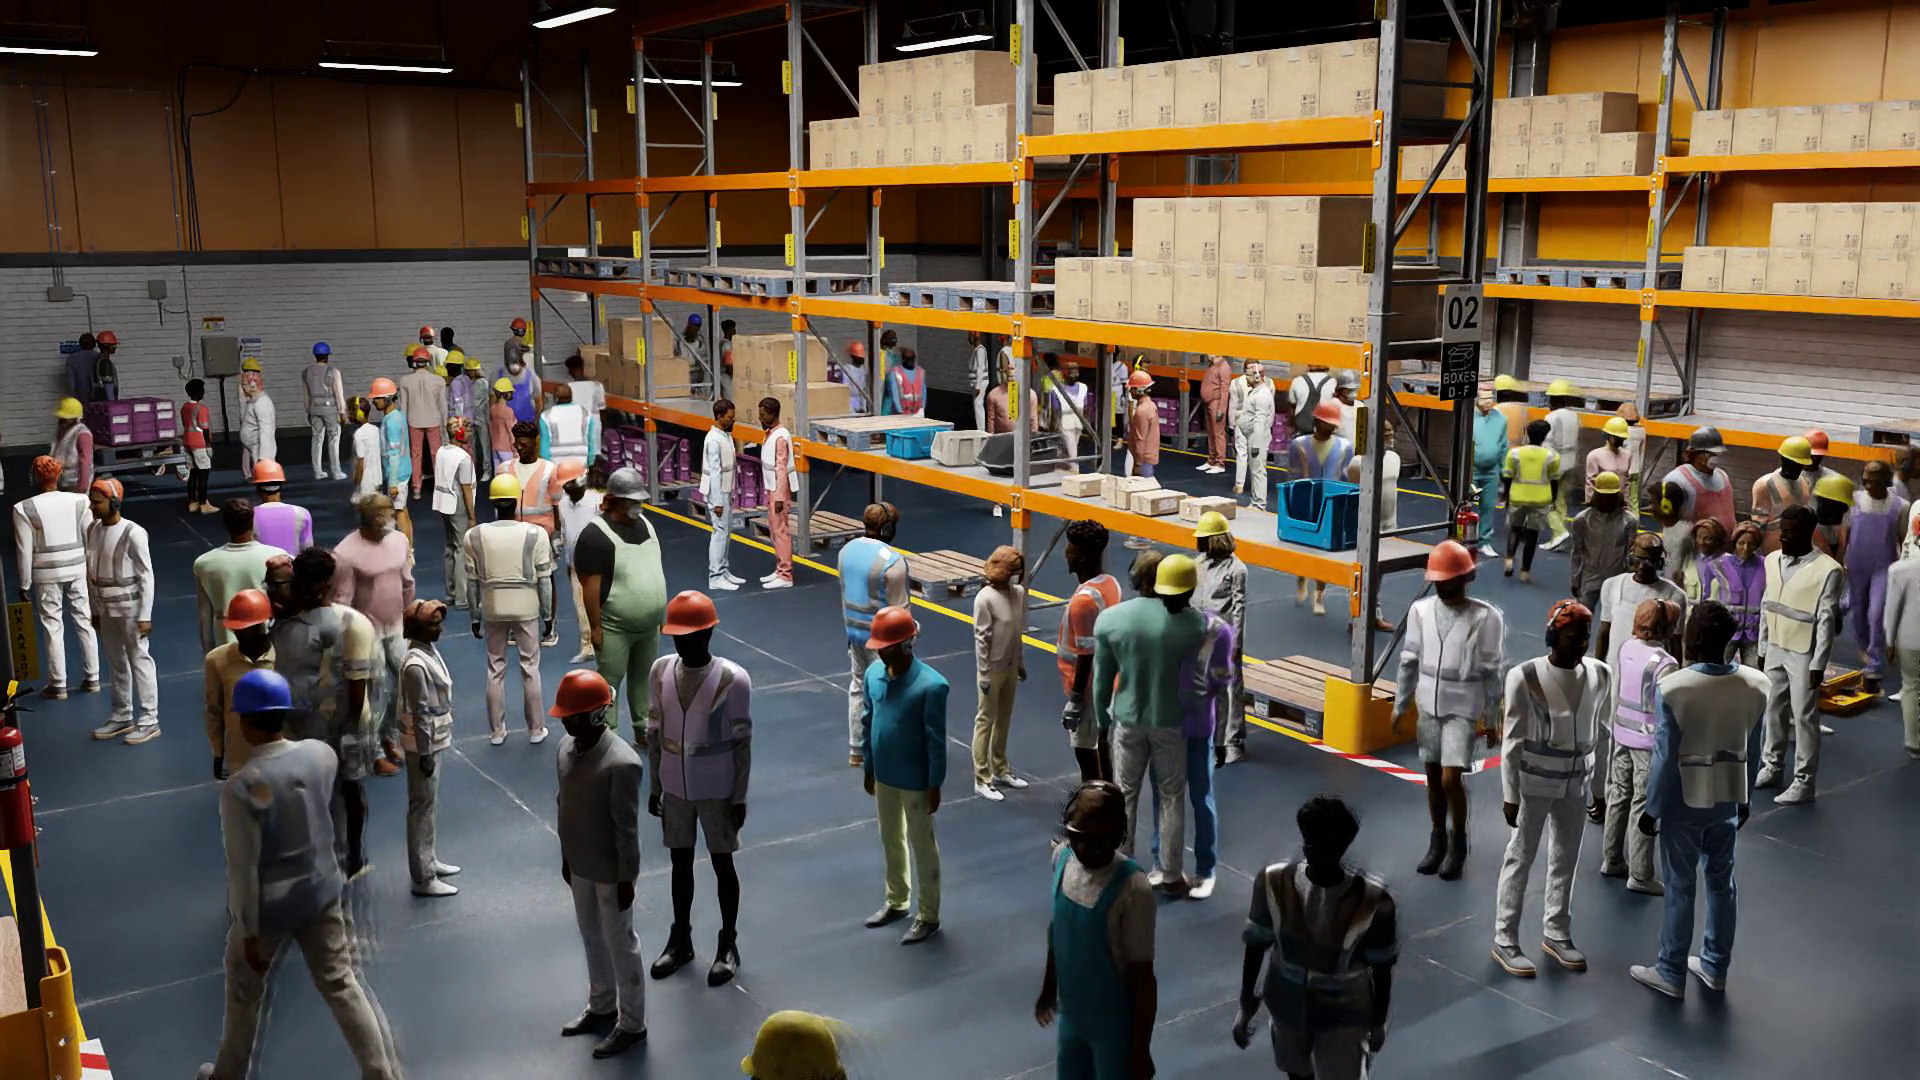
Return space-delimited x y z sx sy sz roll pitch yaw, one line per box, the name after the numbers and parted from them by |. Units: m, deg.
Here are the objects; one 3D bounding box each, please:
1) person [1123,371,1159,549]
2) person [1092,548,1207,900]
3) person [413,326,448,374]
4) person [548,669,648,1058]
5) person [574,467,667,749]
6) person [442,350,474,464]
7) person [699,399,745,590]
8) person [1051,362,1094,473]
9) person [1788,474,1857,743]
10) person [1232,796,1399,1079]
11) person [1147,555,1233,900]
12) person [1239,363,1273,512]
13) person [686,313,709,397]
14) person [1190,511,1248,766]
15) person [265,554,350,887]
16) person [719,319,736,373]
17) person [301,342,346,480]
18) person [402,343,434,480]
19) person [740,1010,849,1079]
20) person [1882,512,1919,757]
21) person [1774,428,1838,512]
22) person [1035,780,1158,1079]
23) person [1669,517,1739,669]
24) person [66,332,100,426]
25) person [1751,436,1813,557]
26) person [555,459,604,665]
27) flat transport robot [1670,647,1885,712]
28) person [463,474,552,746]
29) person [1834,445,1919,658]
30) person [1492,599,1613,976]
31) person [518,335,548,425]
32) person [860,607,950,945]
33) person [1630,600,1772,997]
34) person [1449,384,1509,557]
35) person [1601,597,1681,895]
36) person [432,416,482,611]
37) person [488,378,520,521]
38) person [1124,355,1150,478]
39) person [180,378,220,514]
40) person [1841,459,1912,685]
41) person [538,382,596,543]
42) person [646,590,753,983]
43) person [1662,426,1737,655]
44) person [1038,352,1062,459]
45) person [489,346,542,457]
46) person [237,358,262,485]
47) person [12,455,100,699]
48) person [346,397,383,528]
2.024 -0.896 18.593 0.408 1.987 0.613 3 11 14 | person
1.033 0.997 9.052 0.636 1.928 0.381 3 11 14 | person
-8.223 -2.326 25.895 0.608 1.987 0.391 -9 14 -40 | person
-1.622 1.416 7.378 0.557 1.744 0.346 10 15 42 | person
-2.240 0.502 11.284 0.535 2.000 0.681 8 13 34 | person
-6.641 -1.552 22.078 0.353 1.930 0.594 -1 11 -5 | person
-2.379 -0.453 16.521 0.402 1.908 0.598 0 11 1 | person
1.422 -1.459 21.932 0.583 1.813 0.928 -9 15 -40 | person
6.053 0.469 11.775 0.624 1.918 0.404 -7 13 -31 | person
1.245 1.734 5.960 0.541 1.657 0.864 6 13 30 | person
1.181 1.011 9.033 0.585 1.911 0.437 6 12 27 | person
3.629 -1.224 20.478 0.399 1.902 0.641 1 11 6 | person
-4.720 -3.106 29.988 0.407 1.945 0.607 -1 11 -4 | person
1.727 0.660 11.277 0.338 1.732 0.488 -8 14 -35 | person
-3.600 1.012 9.012 0.637 1.911 0.403 3 11 13 | person
-3.901 -2.734 28.034 0.366 1.967 0.602 -3 12 -17 | person
-8.931 -1.813 23.409 0.609 1.940 0.410 3 11 15 | person
-7.597 -1.802 23.370 0.380 1.922 0.593 -2 11 -12 | person
-0.327 2.029 4.292 0.661 1.721 0.489 3 12 17 | person
6.536 0.677 11.207 0.595 1.716 0.651 5 12 25 | person
7.157 0.006 14.131 0.549 1.926 0.388 4 12 18 | person
0.462 1.677 5.830 0.386 1.826 0.595 -7 13 -33 | person
5.192 0.642 11.623 0.523 1.631 0.317 9 14 39 | person
-13.173 -2.178 25.260 0.635 1.937 0.360 -2 11 -10 | person
6.762 0.094 13.689 0.586 1.917 0.380 -5 12 -23 | person
-3.058 0.149 13.957 0.607 1.710 0.717 6 13 30 | person
6.371 1.046 13.043 0.652 0.197 1.431 -8 14 -36 | flat transport robot
-3.151 0.492 11.654 0.587 1.920 0.386 -1 11 -5 | person
7.752 0.077 14.065 0.771 1.814 0.555 9 14 40 | person
2.900 1.205 8.127 0.573 1.877 0.344 -3 11 -14 | person
-6.839 -2.317 26.282 0.637 1.818 0.441 -5 12 -25 | person
-0.312 1.189 8.548 0.576 1.737 0.354 10 15 41 | person
3.512 1.227 7.882 0.591 1.922 0.392 -3 11 -15 | person
5.639 -0.743 18.037 0.660 1.899 0.395 -2 11 -10 | person
3.764 1.120 9.151 0.309 1.639 0.523 -2 11 -11 | person
-4.735 -0.246 15.653 0.389 1.837 0.560 -10 15 -42 | person
-5.462 -1.068 20.023 0.316 1.769 0.523 -11 15 -44 | person
2.362 -1.530 22.139 0.328 1.865 0.520 4 12 20 | person
-9.492 -1.166 20.727 0.530 1.689 0.322 9 14 39 | person
7.359 0.219 13.393 0.513 1.801 0.829 9 14 39 | person
-4.419 -0.858 18.788 0.643 1.830 0.570 -5 12 -26 | person
-1.270 1.187 8.039 0.542 1.939 0.363 3 12 17 | person
5.965 0.090 13.391 0.687 2.000 0.538 -6 12 -27 | person
1.344 -1.964 24.820 0.371 1.680 0.546 5 12 25 | person
-5.953 -1.654 22.318 0.672 2.000 0.972 -1 11 -6 | person
-9.762 -1.645 23.004 0.358 1.755 0.518 2 11 9 | person
-6.937 0.285 12.801 0.355 1.883 0.573 10 15 41 | person
-6.108 -0.543 17.109 0.314 1.852 0.565 0 11 2 | person
